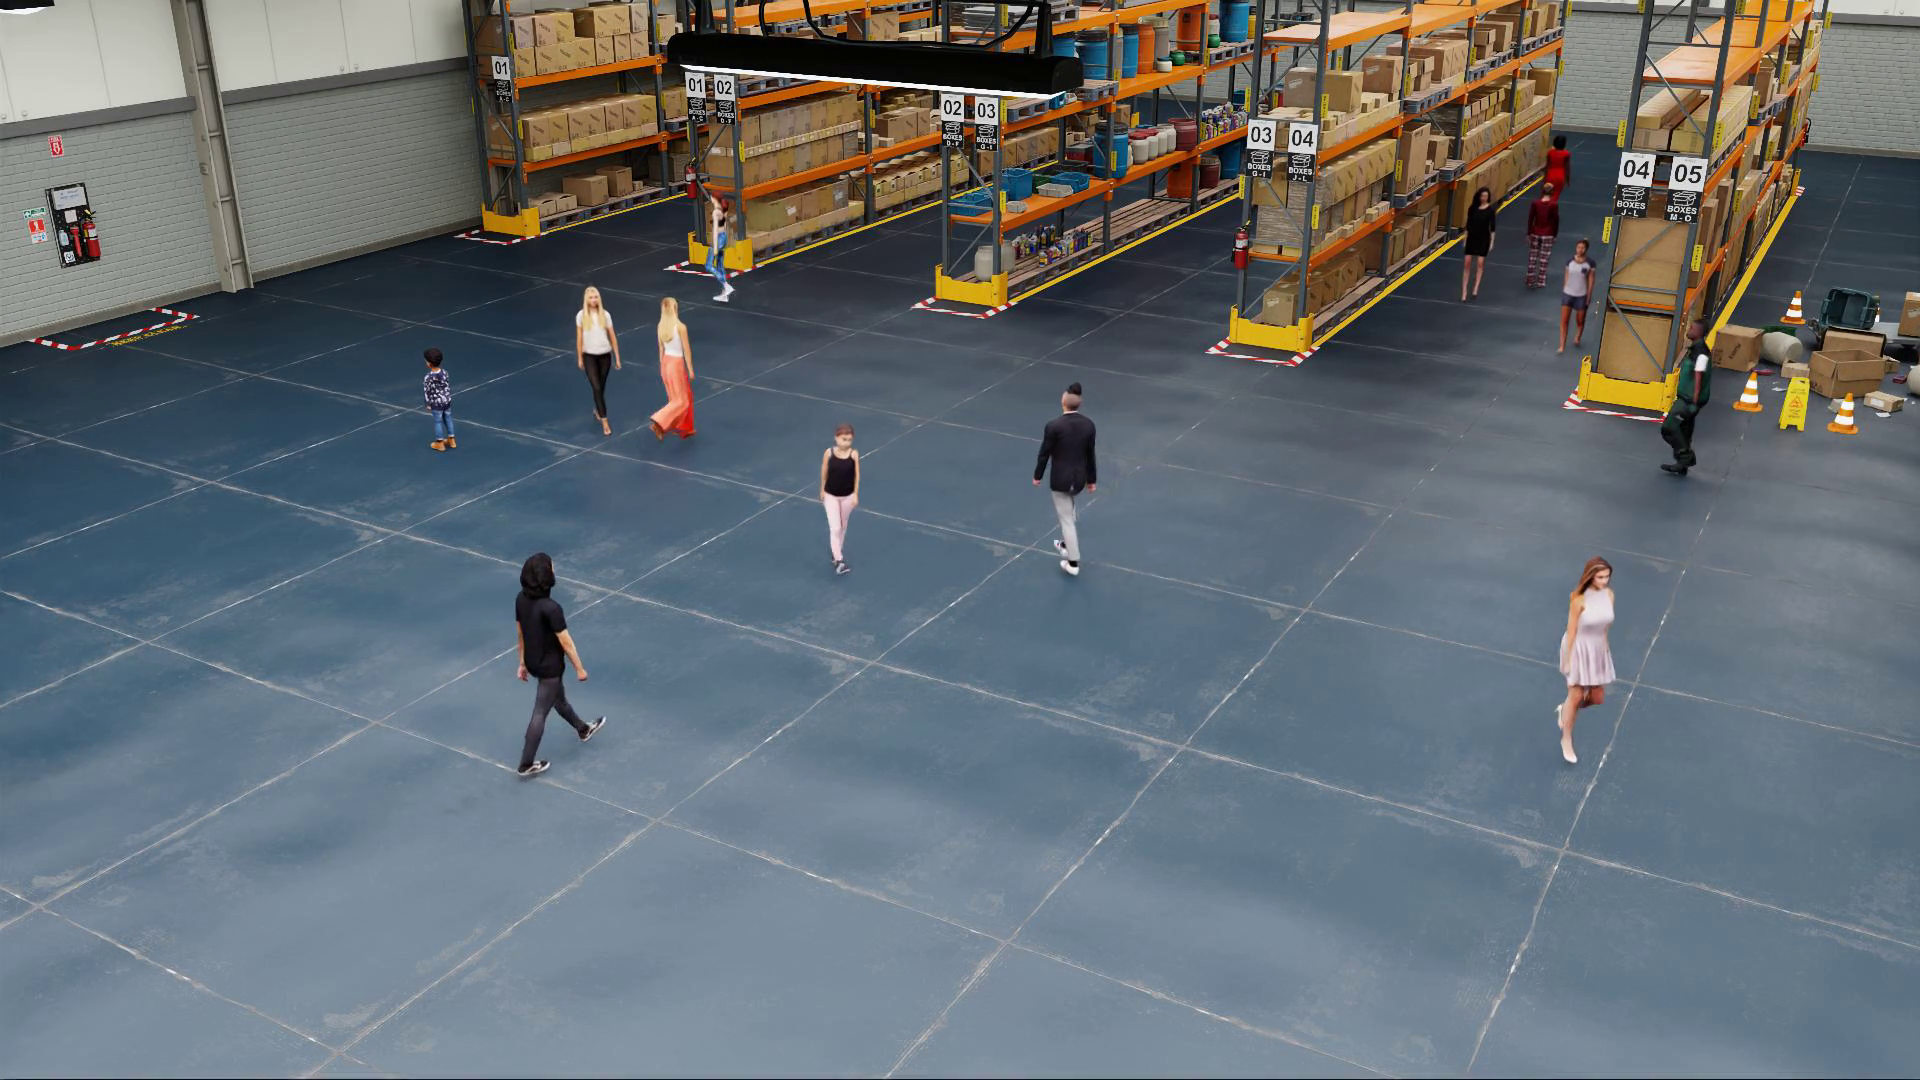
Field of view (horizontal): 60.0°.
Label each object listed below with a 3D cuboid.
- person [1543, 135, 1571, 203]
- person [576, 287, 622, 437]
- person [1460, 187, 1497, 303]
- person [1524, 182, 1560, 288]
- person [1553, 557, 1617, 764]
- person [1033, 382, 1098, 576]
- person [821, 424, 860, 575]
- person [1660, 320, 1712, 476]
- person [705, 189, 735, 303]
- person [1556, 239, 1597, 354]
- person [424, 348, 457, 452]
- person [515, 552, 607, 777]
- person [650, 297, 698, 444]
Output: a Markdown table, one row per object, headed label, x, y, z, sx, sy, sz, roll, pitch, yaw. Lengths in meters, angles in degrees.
| label | x | y | z | sx | sy | sz | roll | pitch | yaw |
| --- | --- | --- | --- | --- | --- | --- | --- | --- | --- |
| person | 11.020 | -6.614 | 30.840 | 0.608 | 1.728 | 0.771 | 15 | 27 | 32 |
| person | -4.478 | -2.222 | 20.456 | 1.202 | 1.770 | 1.163 | -10 | 25 | -21 |
| person | 8.169 | -4.654 | 26.172 | 0.696 | 1.773 | 0.963 | 10 | 25 | 22 |
| person | 9.441 | -4.958 | 26.981 | 0.616 | 1.700 | 0.483 | 13 | 26 | 27 |
| person | 4.862 | 0.905 | 13.115 | 0.801 | 1.760 | 0.870 | -5 | 24 | -11 |
| person | 1.117 | -0.578 | 16.395 | 1.062 | 1.924 | 1.083 | -11 | 25 | -24 |
| person | -1.233 | -0.446 | 16.606 | 0.905 | 1.516 | 0.982 | -2 | 23 | -5 |
| person | 8.384 | -1.595 | 18.909 | 0.826 | 1.828 | 0.701 | 7 | 24 | 17 |
| person | -3.692 | -4.580 | 25.997 | 0.713 | 1.774 | 0.672 | 6 | 24 | 15 |
| person | 8.771 | -3.472 | 23.620 | 0.560 | 1.595 | 0.948 | 12 | 26 | 26 |
| person | -6.220 | -1.688 | 19.864 | 0.589 | 1.252 | 0.479 | 19 | 30 | 38 |
| person | -3.280 | 1.000 | 12.854 | 0.800 | 1.791 | 1.179 | 18 | 29 | 37 |
| person | -3.470 | -1.989 | 19.890 | 0.732 | 1.784 | 1.024 | 17 | 29 | 35 |
